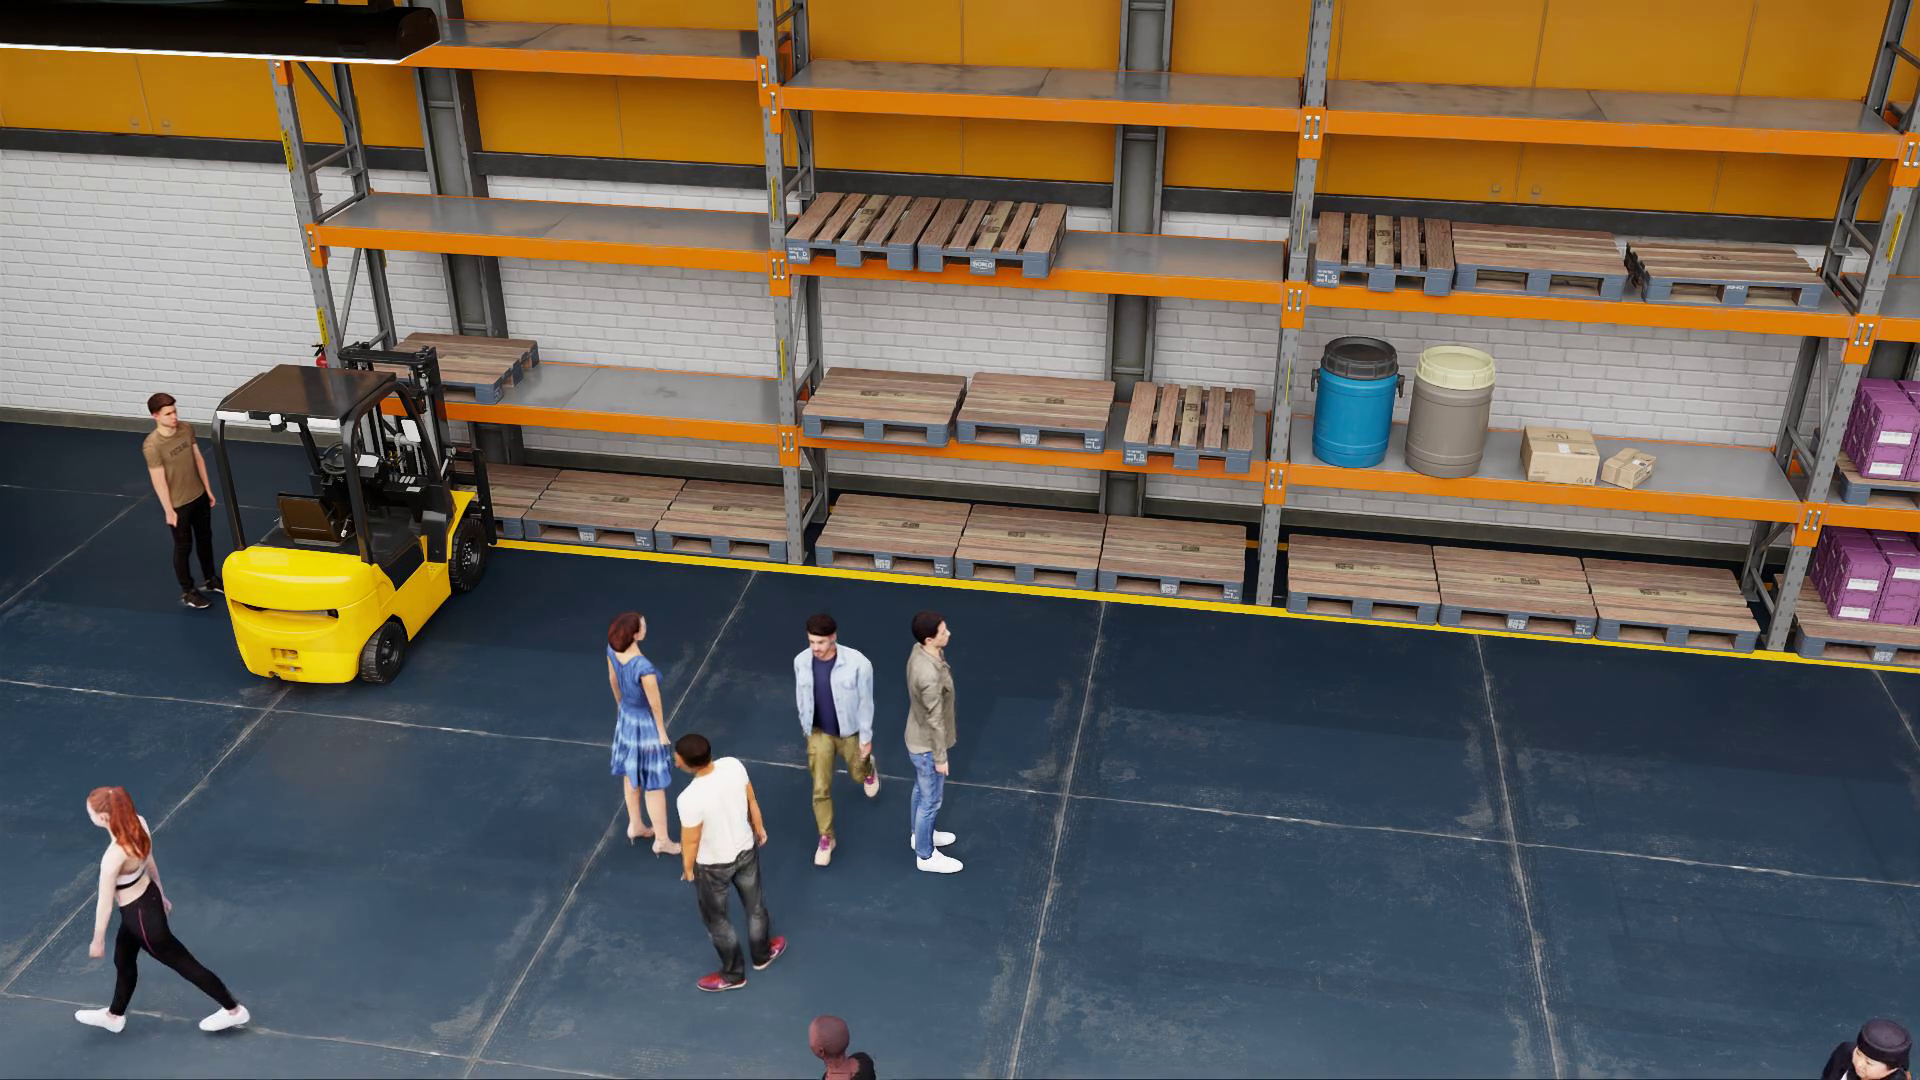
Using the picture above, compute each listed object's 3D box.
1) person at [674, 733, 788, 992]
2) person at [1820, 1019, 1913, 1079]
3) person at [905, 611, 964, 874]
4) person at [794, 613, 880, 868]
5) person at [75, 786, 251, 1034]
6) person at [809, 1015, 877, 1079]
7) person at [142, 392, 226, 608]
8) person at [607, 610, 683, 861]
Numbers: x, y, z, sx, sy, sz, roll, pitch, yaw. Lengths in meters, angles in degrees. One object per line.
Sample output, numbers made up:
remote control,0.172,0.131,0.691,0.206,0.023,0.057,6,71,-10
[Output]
person,-1.287,1.807,9.604,0.858,1.769,0.810,-19,34,-30
person,4.211,2.891,7.729,0.824,1.663,0.808,-3,29,-5
person,-0.202,1.256,10.516,0.697,1.864,0.771,-4,29,-7
person,-0.770,1.189,10.741,1.053,1.767,0.728,5,29,10
person,-4.383,2.097,9.152,1.239,1.693,0.850,-3,29,-6
person,-0.438,2.921,7.632,1.191,1.702,0.884,16,32,27
person,-6.284,-0.345,13.464,0.617,1.851,0.680,9,30,17
person,-2.021,1.234,10.618,0.709,1.805,0.819,24,37,37
